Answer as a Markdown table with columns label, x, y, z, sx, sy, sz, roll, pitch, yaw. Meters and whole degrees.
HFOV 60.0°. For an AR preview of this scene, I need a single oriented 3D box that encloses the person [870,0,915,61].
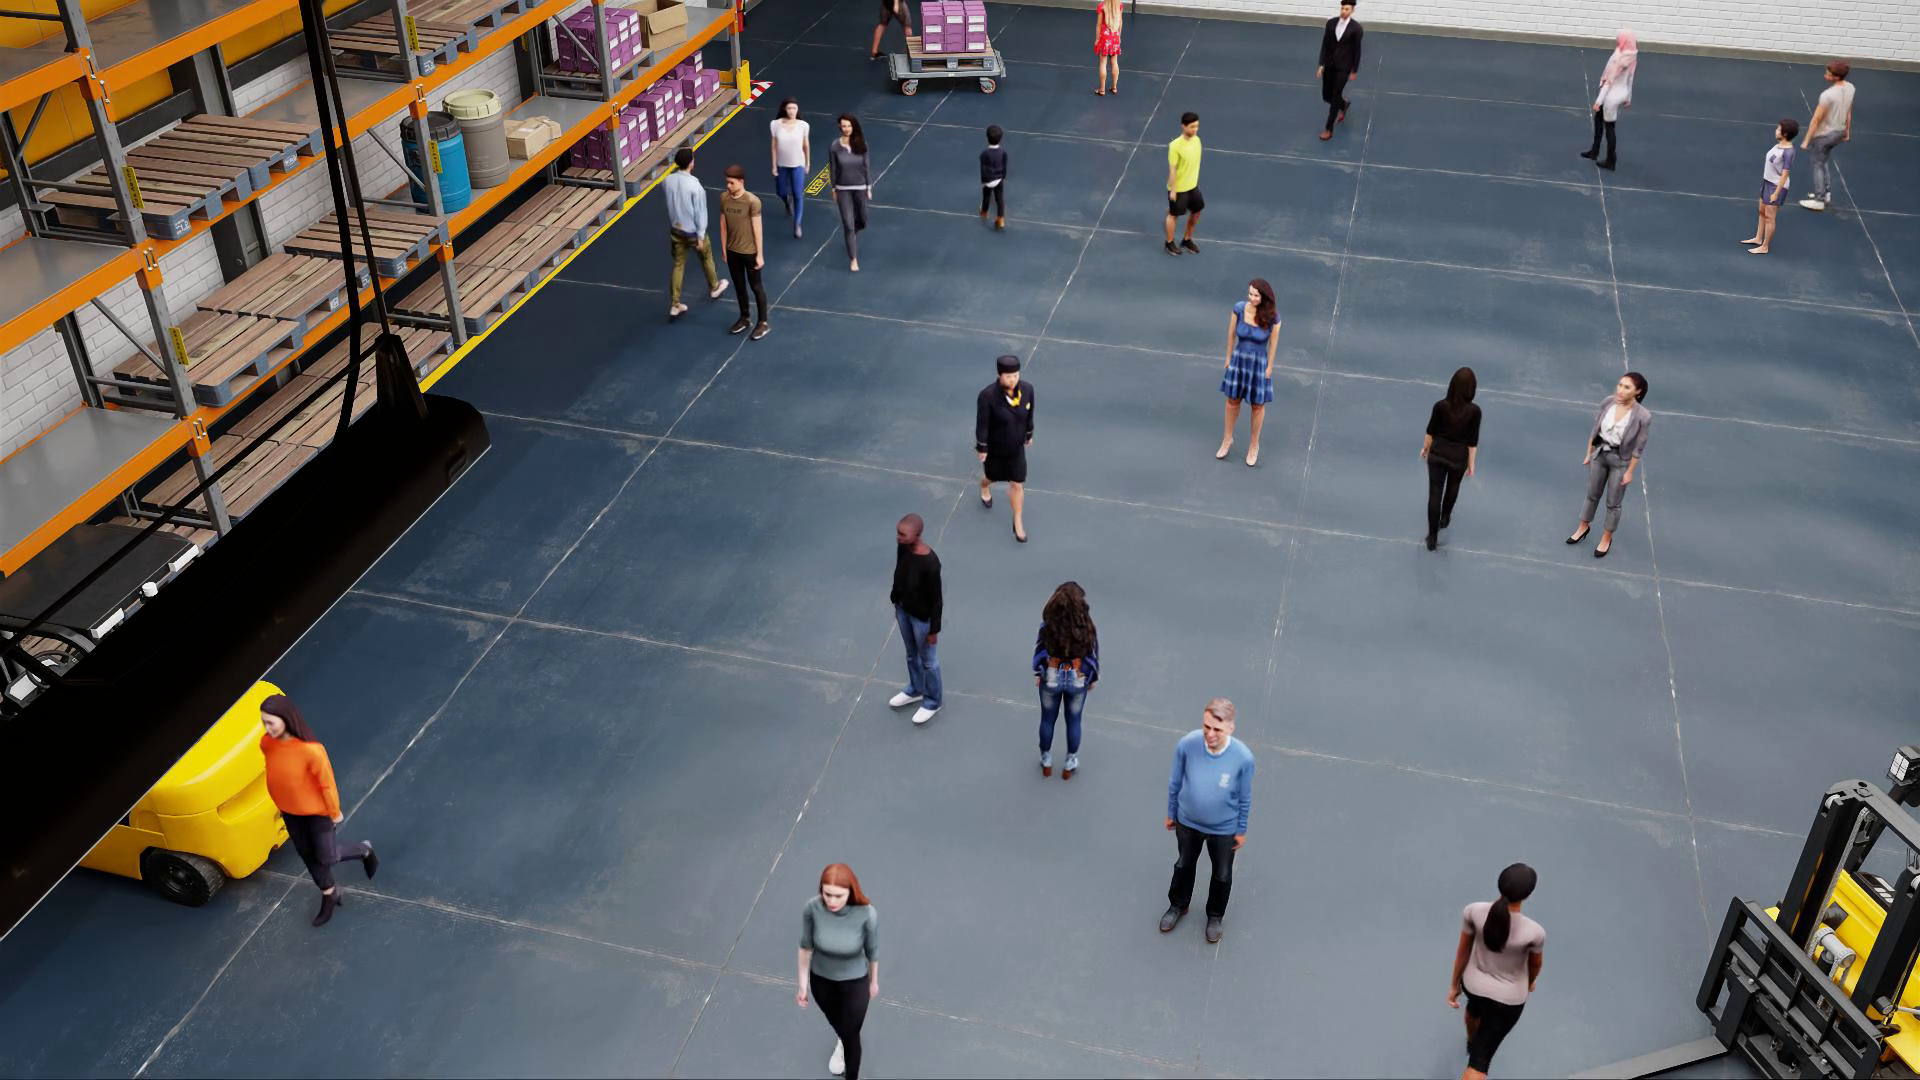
| label | x | y | z | sx | sy | sz | roll | pitch | yaw |
| --- | --- | --- | --- | --- | --- | --- | --- | --- | --- |
| person | -1.074 | -8.028 | 24.826 | 1.291 | 1.794 | 1.258 | -16 | 37 | -23 |

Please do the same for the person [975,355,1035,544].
| label | x | y | z | sx | sy | sz | roll | pitch | yaw |
| --- | --- | --- | --- | --- | --- | --- | --- | --- | --- |
| person | 0.355 | -0.836 | 14.145 | 1.082 | 1.639 | 1.201 | -12 | 35 | -17 |

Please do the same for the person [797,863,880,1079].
| label | x | y | z | sx | sy | sz | roll | pitch | yaw |
| --- | --- | --- | --- | --- | --- | --- | --- | --- | --- |
| person | -0.662 | 2.396 | 9.196 | 0.599 | 1.734 | 0.838 | 7 | 34 | 10 |

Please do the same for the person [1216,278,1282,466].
| label | x | y | z | sx | sy | sz | roll | pitch | yaw |
| --- | --- | --- | --- | --- | --- | --- | --- | --- | --- |
| person | 2.608 | -1.524 | 15.029 | 0.713 | 1.806 | 0.640 | 16 | 37 | 23 |

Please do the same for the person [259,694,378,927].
| label | x | y | z | sx | sy | sz | roll | pitch | yaw |
| --- | --- | --- | --- | --- | --- | --- | --- | --- | --- |
| person | -4.007 | 1.618 | 10.365 | 0.680 | 1.737 | 0.833 | 13 | 36 | 18 |

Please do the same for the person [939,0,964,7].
| label | x | y | z | sx | sy | sz | roll | pitch | yaw |
| --- | --- | --- | --- | --- | --- | --- | --- | --- | --- |
| person | -0.213 | -9.674 | 27.238 | 0.793 | 1.864 | 0.794 | -28 | 43 | -35 |

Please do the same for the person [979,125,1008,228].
| label | x | y | z | sx | sy | sz | roll | pitch | yaw |
| --- | --- | --- | --- | --- | --- | --- | --- | --- | --- |
| person | 0.420 | -4.292 | 19.742 | 0.781 | 1.199 | 0.914 | -11 | 35 | -16 |

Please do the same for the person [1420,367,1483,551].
| label | x | y | z | sx | sy | sz | roll | pitch | yaw |
| --- | --- | --- | --- | --- | --- | --- | --- | --- | --- |
| person | 4.064 | -0.638 | 13.859 | 0.600 | 1.626 | 0.803 | 8 | 35 | 12 |

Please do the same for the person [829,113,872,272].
| label | x | y | z | sx | sy | sz | roll | pitch | yaw |
| --- | --- | --- | --- | --- | --- | --- | --- | --- | --- |
| person | -1.232 | -3.966 | 18.758 | 0.925 | 1.745 | 1.105 | -8 | 34 | -11 |

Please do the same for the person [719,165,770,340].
| label | x | y | z | sx | sy | sz | roll | pitch | yaw |
| --- | --- | --- | --- | --- | --- | --- | --- | --- | --- |
| person | -2.228 | -3.007 | 17.222 | 0.712 | 1.849 | 0.641 | 16 | 37 | 22 |

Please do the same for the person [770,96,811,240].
| label | x | y | z | sx | sy | sz | roll | pitch | yaw |
| --- | --- | --- | --- | --- | --- | --- | --- | --- | --- |
| person | -1.988 | -4.386 | 19.456 | 0.751 | 1.671 | 0.967 | 1 | 34 | 1 |

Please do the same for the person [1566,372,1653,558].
| label | x | y | z | sx | sy | sz | roll | pitch | yaw |
| --- | --- | --- | --- | --- | --- | --- | --- | --- | --- |
| person | 5.426 | -0.647 | 13.826 | 0.761 | 1.678 | 0.725 | -25 | 41 | -32 |

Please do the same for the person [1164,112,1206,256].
| label | x | y | z | sx | sy | sz | roll | pitch | yaw |
| --- | --- | --- | --- | --- | --- | --- | --- | --- | --- |
| person | 2.488 | -4.087 | 18.987 | 0.773 | 1.693 | 0.854 | -25 | 41 | -32 |

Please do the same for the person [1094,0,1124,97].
| label | x | y | z | sx | sy | sz | roll | pitch | yaw |
| --- | --- | --- | --- | --- | --- | --- | --- | --- | --- |
| person | 2.111 | -7.138 | 23.669 | 0.663 | 1.592 | 0.702 | -11 | 35 | -17 |

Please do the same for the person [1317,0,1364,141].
| label | x | y | z | sx | sy | sz | roll | pitch | yaw |
| --- | --- | --- | --- | --- | --- | --- | --- | --- | --- |
| person | 5.097 | -6.340 | 22.223 | 0.995 | 1.863 | 1.159 | 25 | 41 | 33 |

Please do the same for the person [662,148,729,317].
| label | x | y | z | sx | sy | sz | roll | pitch | yaw |
| --- | --- | --- | --- | --- | --- | --- | --- | --- | --- |
| person | -2.936 | -3.223 | 17.619 | 0.845 | 1.768 | 1.222 | 16 | 37 | 22 |

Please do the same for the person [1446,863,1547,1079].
| label | x | y | z | sx | sy | sz | roll | pitch | yaw |
| --- | --- | --- | --- | --- | --- | --- | --- | --- | --- |
| person | 2.856 | 2.531 | 9.029 | 0.923 | 1.695 | 1.255 | 23 | 40 | 30 |

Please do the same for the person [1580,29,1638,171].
| label | x | y | z | sx | sy | sz | roll | pitch | yaw |
| --- | --- | --- | --- | --- | --- | --- | --- | --- | --- |
| person | 8.388 | -5.561 | 21.122 | 0.864 | 1.786 | 0.909 | -27 | 42 | -34 |

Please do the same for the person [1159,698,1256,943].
| label | x | y | z | sx | sy | sz | roll | pitch | yaw |
| --- | --- | --- | --- | --- | --- | --- | --- | --- | --- |
| person | 1.523 | 1.689 | 10.185 | 0.677 | 1.819 | 0.589 | 12 | 35 | 17 |

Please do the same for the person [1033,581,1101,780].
| label | x | y | z | sx | sy | sz | roll | pitch | yaw |
| --- | --- | --- | --- | --- | --- | --- | --- | --- | --- |
| person | 0.718 | 0.967 | 11.443 | 0.652 | 1.627 | 0.609 | 2 | 34 | 4 |

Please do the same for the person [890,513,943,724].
| label | x | y | z | sx | sy | sz | roll | pitch | yaw |
| --- | --- | --- | --- | --- | --- | --- | --- | --- | --- |
| person | -0.295 | 0.535 | 11.986 | 0.715 | 1.746 | 0.688 | -26 | 41 | -33 |

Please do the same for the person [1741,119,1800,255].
| label | x | y | z | sx | sy | sz | roll | pitch | yaw |
| --- | --- | --- | --- | --- | --- | --- | --- | --- | --- |
| person | 9.346 | -4.075 | 19.084 | 0.652 | 1.565 | 0.496 | 4 | 34 | 6 |

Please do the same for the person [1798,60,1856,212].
| label | x | y | z | sx | sy | sz | roll | pitch | yaw |
| --- | --- | --- | --- | --- | --- | --- | --- | --- | --- |
| person | 10.465 | -4.841 | 19.983 | 0.792 | 1.847 | 0.867 | -11 | 35 | -16 |
